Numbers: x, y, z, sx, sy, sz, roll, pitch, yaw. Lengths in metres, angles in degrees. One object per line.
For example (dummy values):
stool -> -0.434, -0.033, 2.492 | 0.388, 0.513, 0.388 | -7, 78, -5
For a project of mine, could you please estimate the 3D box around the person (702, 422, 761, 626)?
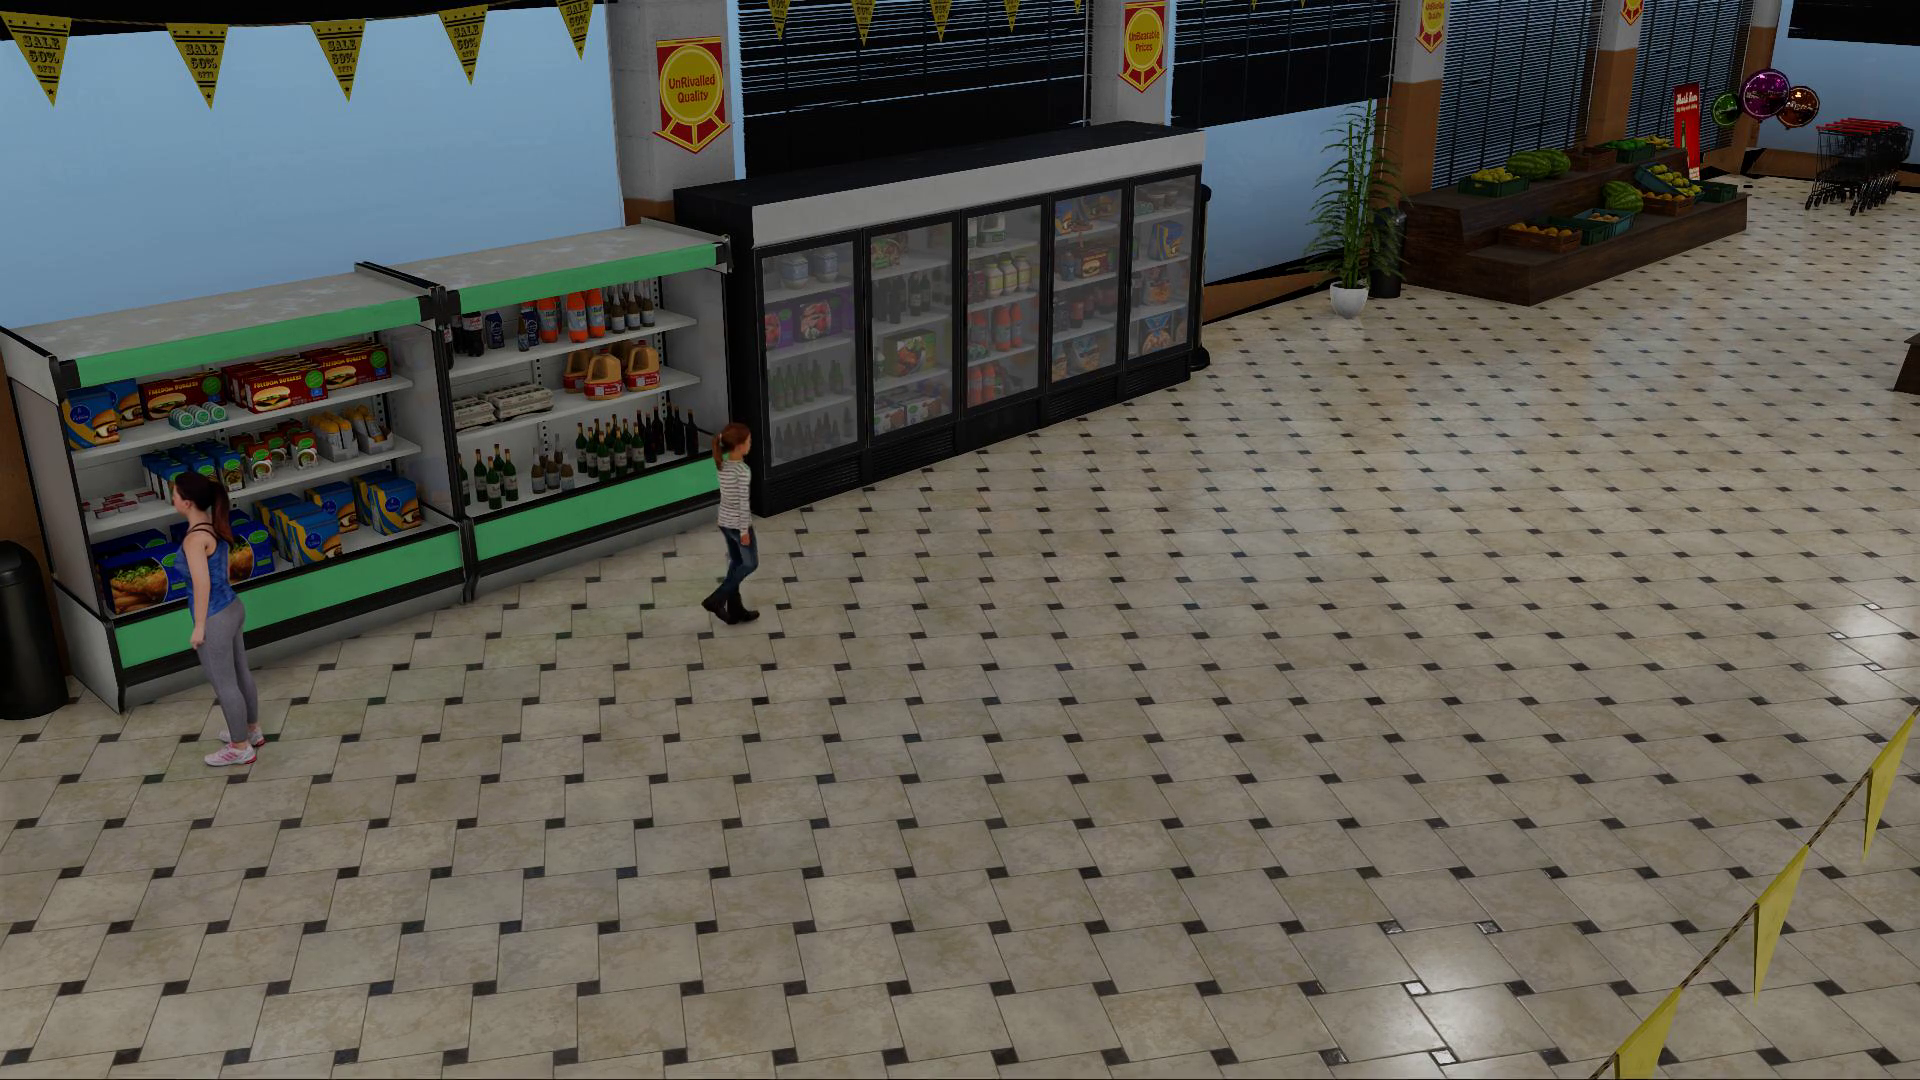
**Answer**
person -> -1.450, -0.066, 10.290 | 0.674, 1.302, 0.553 | -15, 26, -33

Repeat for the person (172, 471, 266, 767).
person -> -3.895, 0.403, 8.711 | 0.713, 1.610, 0.660 | -1, 22, -3
